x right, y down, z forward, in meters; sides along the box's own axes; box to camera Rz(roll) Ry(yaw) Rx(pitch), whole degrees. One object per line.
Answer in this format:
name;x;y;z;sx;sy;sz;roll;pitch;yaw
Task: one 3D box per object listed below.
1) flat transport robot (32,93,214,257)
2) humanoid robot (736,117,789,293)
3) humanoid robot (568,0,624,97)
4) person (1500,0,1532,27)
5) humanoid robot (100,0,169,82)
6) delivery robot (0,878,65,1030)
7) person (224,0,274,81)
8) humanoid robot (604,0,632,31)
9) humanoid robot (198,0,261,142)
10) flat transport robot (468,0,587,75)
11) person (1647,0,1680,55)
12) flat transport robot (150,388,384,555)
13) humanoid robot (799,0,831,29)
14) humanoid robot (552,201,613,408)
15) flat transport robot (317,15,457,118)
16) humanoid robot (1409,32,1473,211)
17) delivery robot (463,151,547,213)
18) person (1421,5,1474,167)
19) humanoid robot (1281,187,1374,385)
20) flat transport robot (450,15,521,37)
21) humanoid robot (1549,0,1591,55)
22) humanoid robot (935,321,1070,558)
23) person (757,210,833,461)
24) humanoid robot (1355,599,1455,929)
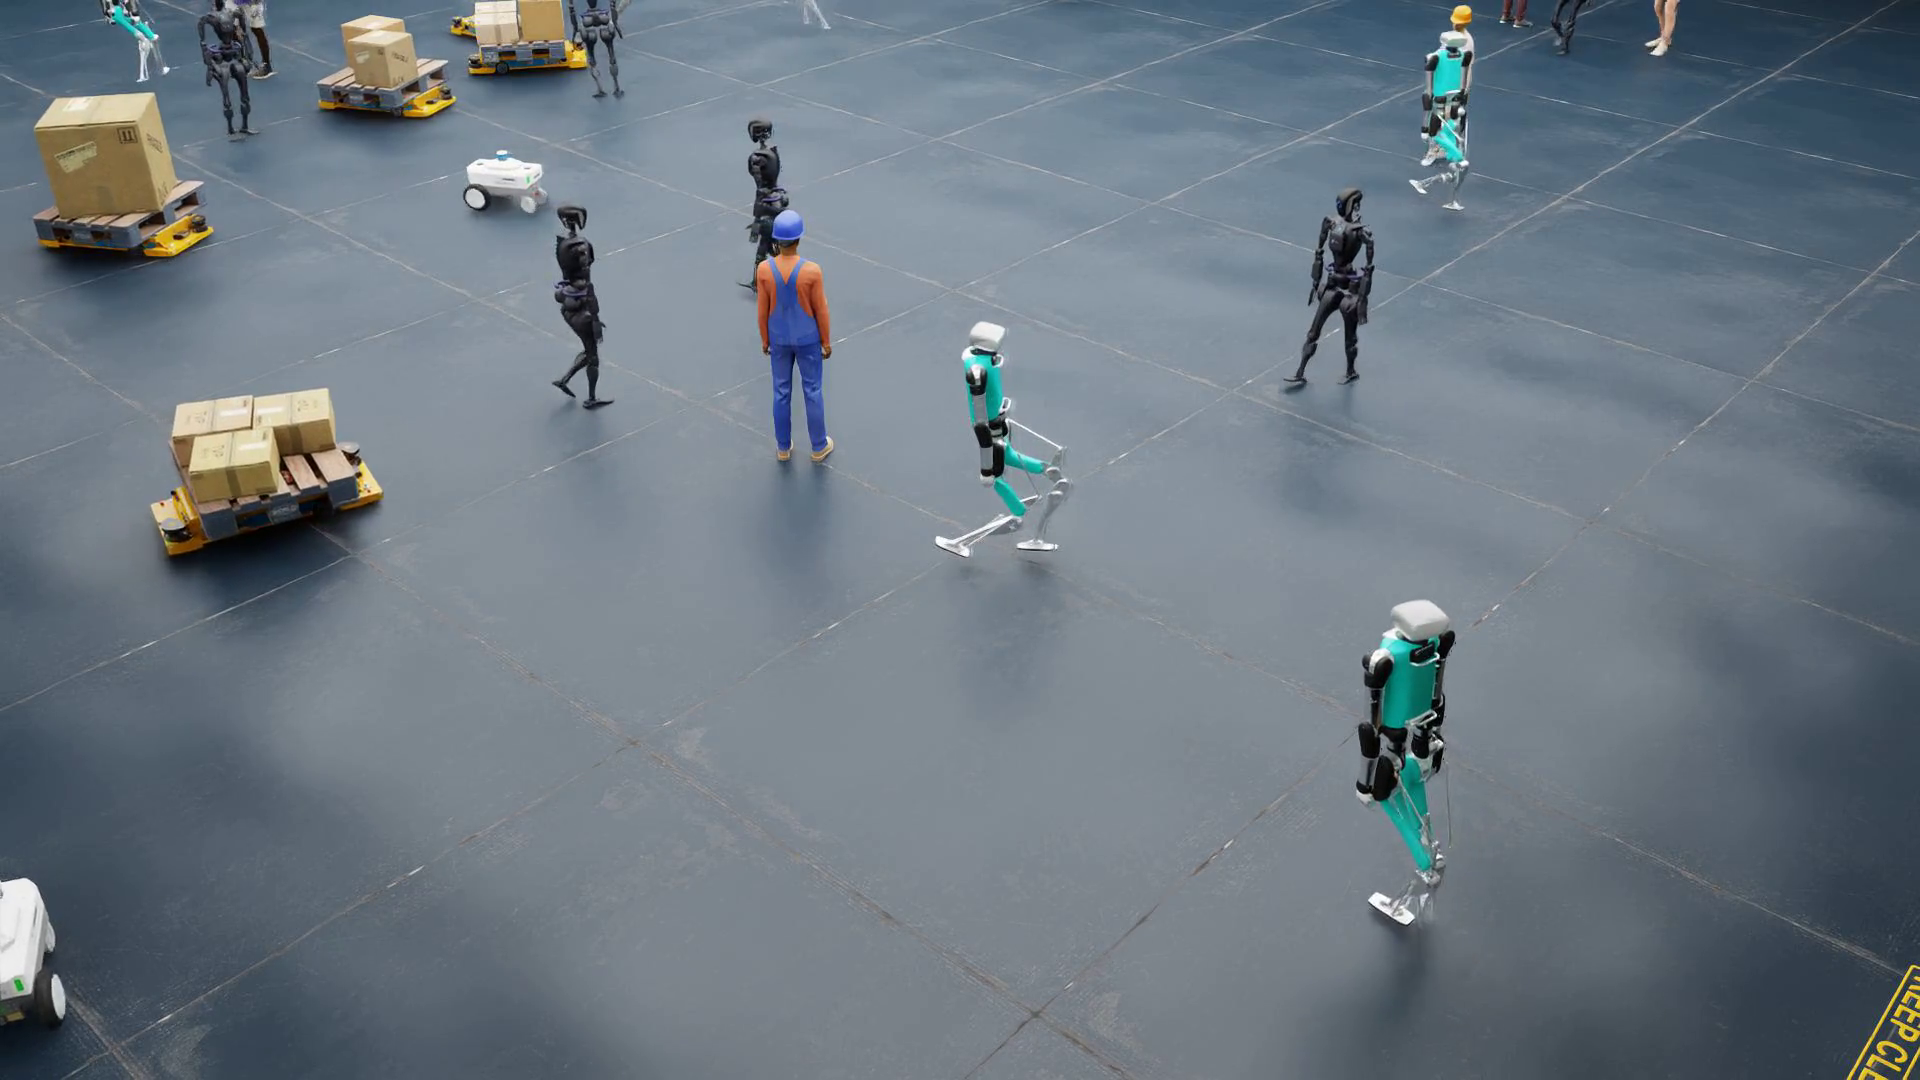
flat transport robot;-7.979;-2.965;15.928;1.431;0.231;0.659;7;32;11
humanoid robot;-1.728;-2.840;14.411;0.671;1.637;0.611;6;32;9
humanoid robot;-4.279;-6.041;19.560;0.591;1.658;0.383;-11;33;-16
person;7.601;-7.823;22.295;0.379;1.806;0.545;-16;35;-24
humanoid robot;-10.048;-6.465;20.254;0.563;1.849;0.798;10;33;16
delivery robot;-4.480;1.942;7.743;0.499;0.581;0.774;-11;33;-17
person;-8.698;-6.502;20.034;0.617;1.940;0.653;10;33;15
humanoid robot;-4.566;-7.535;21.769;0.735;1.677;0.533;0;32;-1
humanoid robot;-8.025;-5.247;18.270;0.318;1.647;0.606;26;40;35
flat transport robot;-5.462;-6.117;21.003;1.431;0.231;0.659;-7;33;-11
person;9.097;-7.113;21.140;0.369;1.827;0.606;0;32;0
flat transport robot;-4.857;-0.307;11.648;1.431;0.231;0.659;-18;36;-27
humanoid robot;-2.007;-7.706;22.222;0.794;1.803;0.530;-5;32;-8
humanoid robot;-2.947;-1.769;12.667;0.425;1.641;0.614;-18;36;-26
flat transport robot;-6.722;-5.184;19.502;1.431;0.231;0.659;9;33;14
humanoid robot;4.851;-4.037;16.277;0.551;1.728;1.050;-15;35;-23
delivery robot;-4.575;-3.603;16.683;0.771;0.592;0.499;7;33;11
person;5.124;-4.808;17.561;0.465;1.679;0.544;-7;32;-11
humanoid robot;2.944;-1.932;12.949;0.688;1.638;0.594;-24;39;-33
flat transport robot;-6.042;-6.775;22.064;1.431;0.231;0.659;21;38;30
humanoid robot;7.811;-7.026;21.134;0.593;1.646;0.409;27;41;36
humanoid robot;0.359;-0.571;10.688;1.025;1.732;0.549;4;32;7
person;-1.181;-1.445;11.927;0.515;1.910;0.362;3;32;4
humanoid robot;2.209;1.223;7.902;0.540;1.905;0.725;-20;37;-29
